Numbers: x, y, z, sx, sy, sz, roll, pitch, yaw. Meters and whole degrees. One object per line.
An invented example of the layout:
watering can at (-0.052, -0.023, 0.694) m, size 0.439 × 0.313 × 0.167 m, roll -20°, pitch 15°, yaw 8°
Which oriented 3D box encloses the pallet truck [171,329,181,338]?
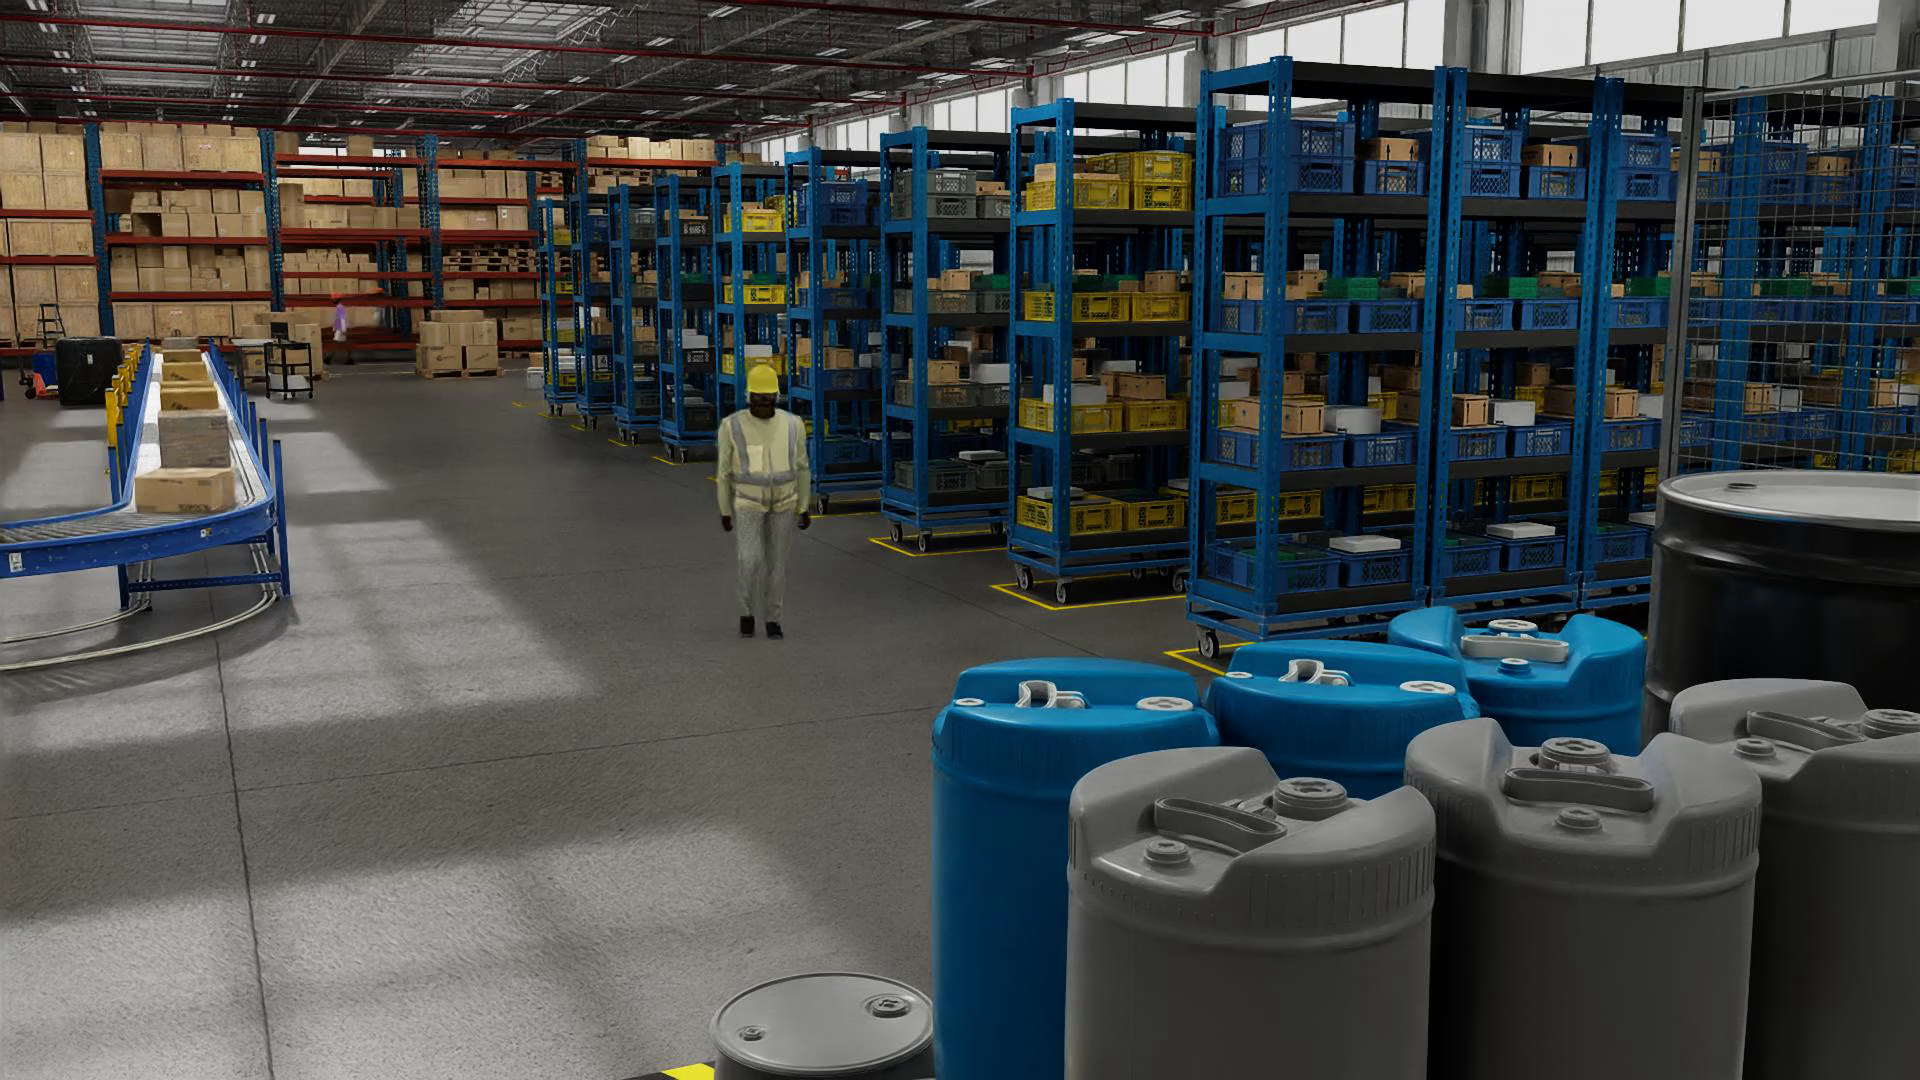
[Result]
pallet truck at (-17.275, -3.851, 35.096) m, size 1.601 × 1.201 × 0.680 m, roll 0°, pitch 9°, yaw 1°

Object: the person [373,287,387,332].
person at (-19.032, -7.301, 54.380) m, size 0.739 × 1.916 × 0.552 m, roll -6°, pitch 11°, yaw -33°

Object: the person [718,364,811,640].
person at (-1.269, -0.238, 10.874) m, size 0.594 × 1.817 × 0.431 m, roll -3°, pitch 10°, yaw -20°

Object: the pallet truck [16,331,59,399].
pallet truck at (-17.082, -3.353, 31.781) m, size 1.630 × 1.274 × 0.653 m, roll -4°, pitch 10°, yaw -25°

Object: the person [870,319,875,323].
person at (-2.760, -6.780, 51.670) m, size 0.532 × 1.752 × 0.596 m, roll -5°, pitch 10°, yaw -27°

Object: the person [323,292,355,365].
person at (-16.083, -5.429, 42.825) m, size 0.957 × 1.888 × 0.571 m, roll -5°, pitch 10°, yaw -28°

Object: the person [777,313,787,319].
person at (-4.984, -6.001, 46.207) m, size 0.615 × 1.945 × 0.404 m, roll 4°, pitch 10°, yaw 26°
